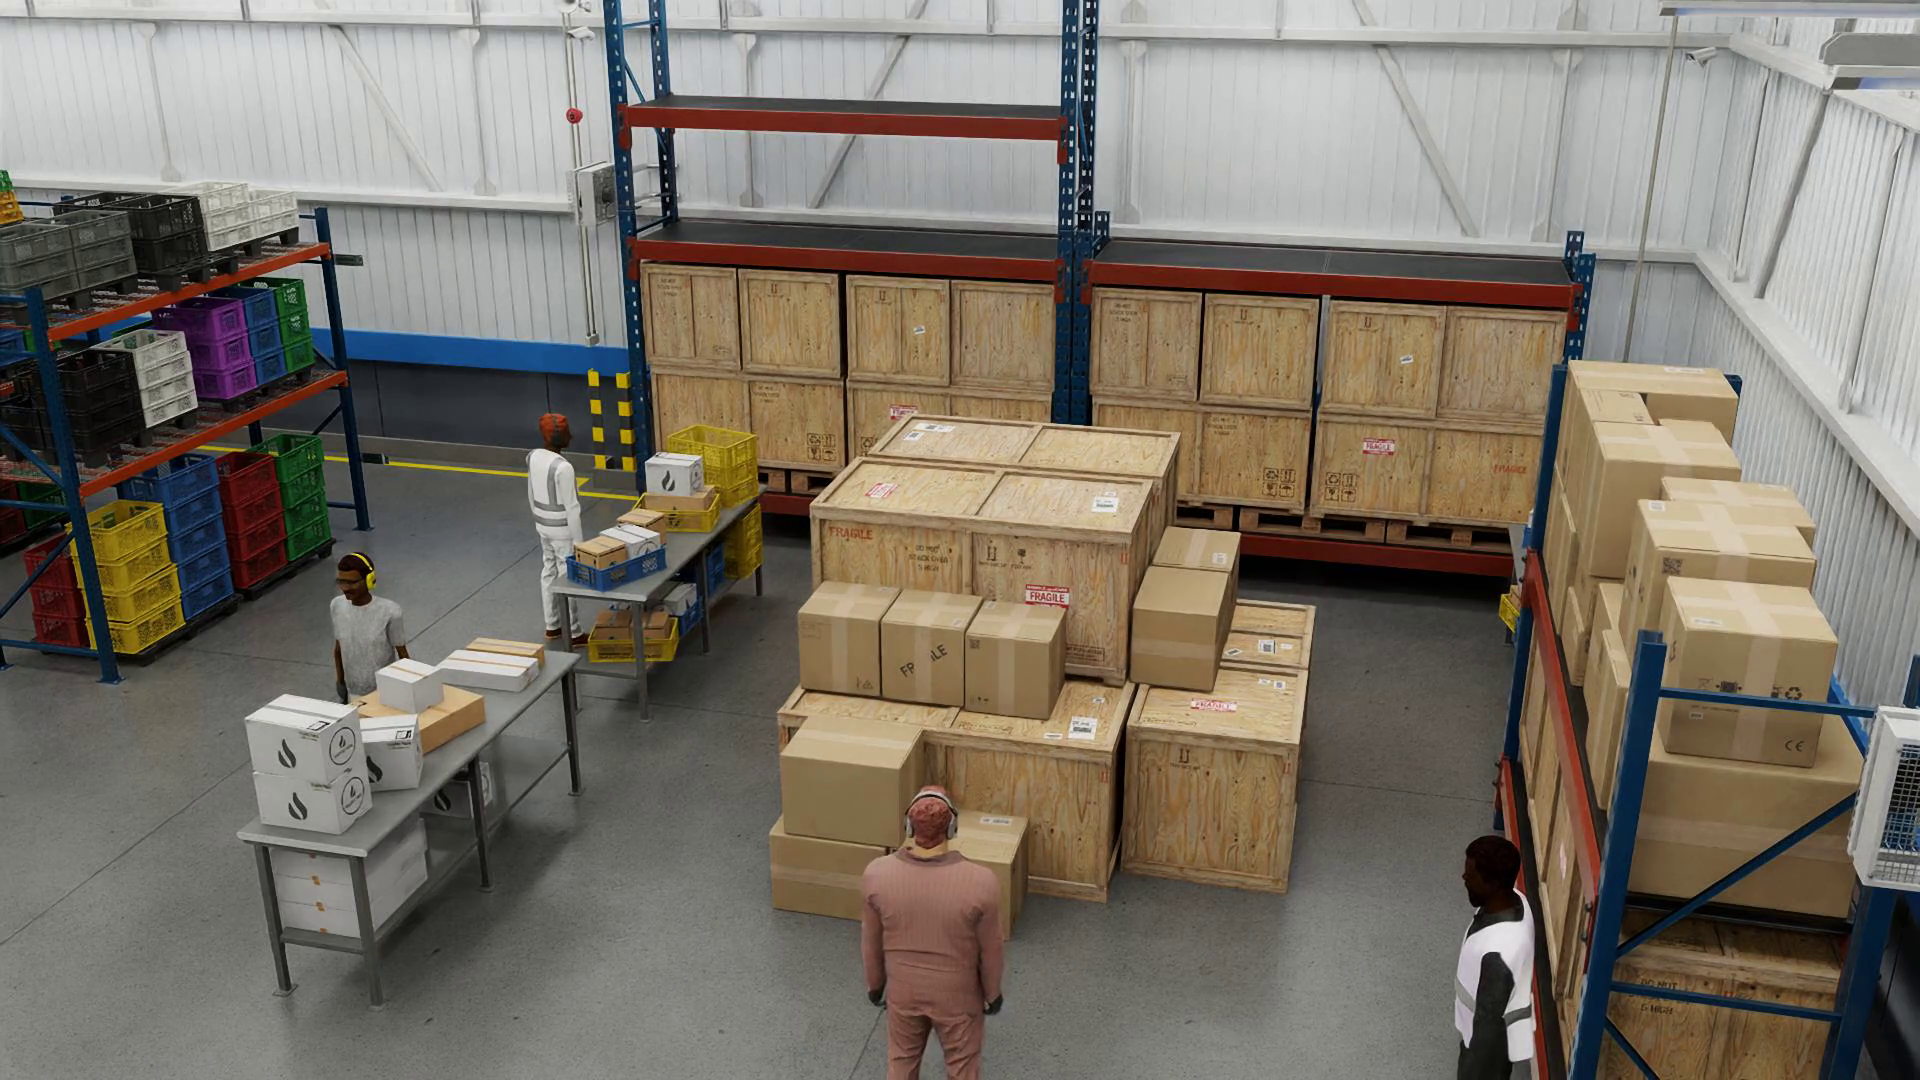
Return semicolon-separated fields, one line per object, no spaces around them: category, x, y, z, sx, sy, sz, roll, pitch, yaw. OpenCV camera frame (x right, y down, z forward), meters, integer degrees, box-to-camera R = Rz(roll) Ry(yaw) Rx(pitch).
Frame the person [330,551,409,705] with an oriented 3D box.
person;-3.637;0.950;10.297;0.515;1.873;0.329;4;21;10

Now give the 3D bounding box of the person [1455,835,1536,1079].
person;2.258;2.134;7.158;0.414;1.907;0.594;7;22;18

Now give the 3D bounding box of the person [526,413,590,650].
person;-3.118;-0.071;12.951;0.337;1.881;0.584;-19;28;-41

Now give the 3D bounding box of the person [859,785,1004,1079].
person;-0.119;1.989;7.549;0.650;1.900;0.401;5;22;14
